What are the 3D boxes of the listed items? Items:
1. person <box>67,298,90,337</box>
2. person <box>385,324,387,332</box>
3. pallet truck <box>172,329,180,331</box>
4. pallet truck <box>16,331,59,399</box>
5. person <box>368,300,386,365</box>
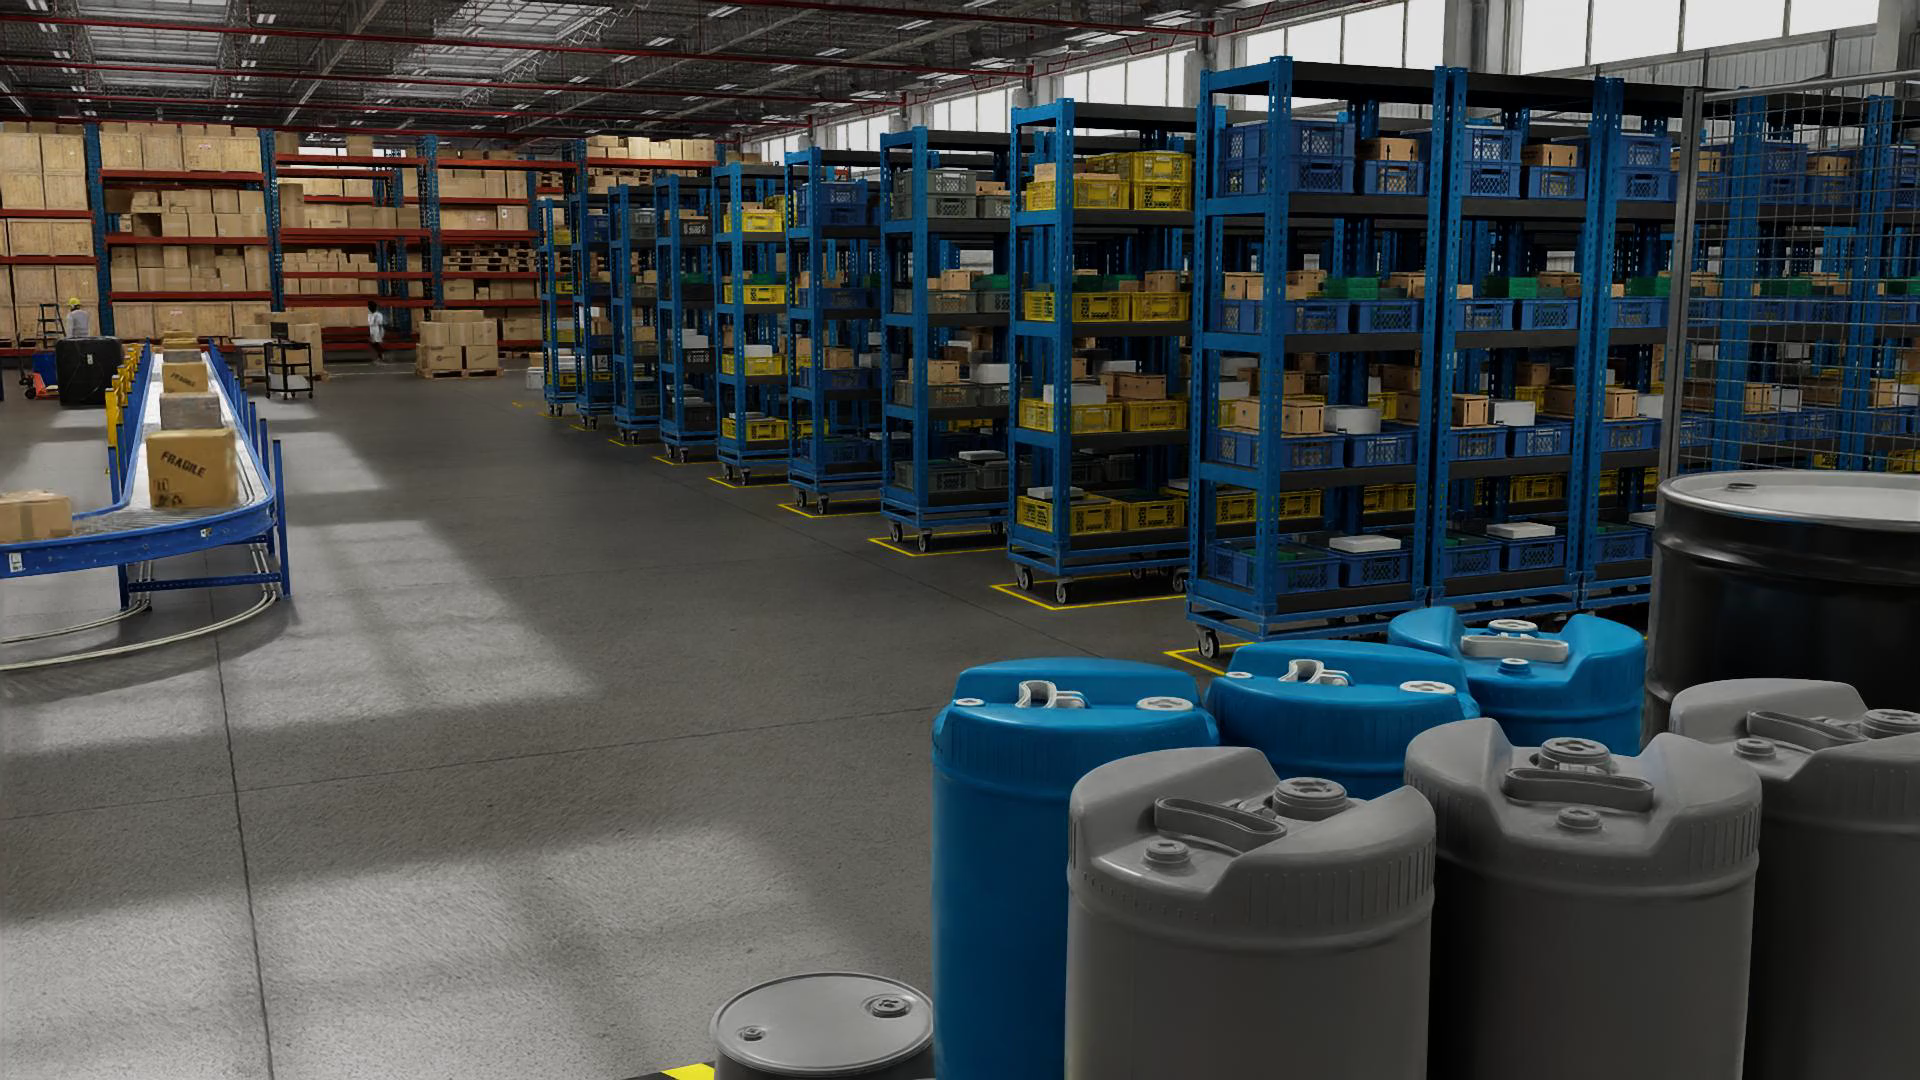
[{"bbox_3d":[-20.232,-4.640,38.163,0.404,1.824,0.589,3,10,17],"label":"person"},{"bbox_3d":[-21.017,-8.469,61.761,1.054,1.886,0.632,-5,10,-26],"label":"person"},{"bbox_3d":[-17.275,-3.851,35.096,1.601,1.201,0.680,0,9,1],"label":"pallet truck"},{"bbox_3d":[-17.082,-3.353,31.781,1.630,1.274,0.653,-4,10,-25],"label":"pallet truck"},{"bbox_3d":[-15.205,-5.417,43.401,0.550,1.678,0.431,6,11,35],"label":"person"}]
